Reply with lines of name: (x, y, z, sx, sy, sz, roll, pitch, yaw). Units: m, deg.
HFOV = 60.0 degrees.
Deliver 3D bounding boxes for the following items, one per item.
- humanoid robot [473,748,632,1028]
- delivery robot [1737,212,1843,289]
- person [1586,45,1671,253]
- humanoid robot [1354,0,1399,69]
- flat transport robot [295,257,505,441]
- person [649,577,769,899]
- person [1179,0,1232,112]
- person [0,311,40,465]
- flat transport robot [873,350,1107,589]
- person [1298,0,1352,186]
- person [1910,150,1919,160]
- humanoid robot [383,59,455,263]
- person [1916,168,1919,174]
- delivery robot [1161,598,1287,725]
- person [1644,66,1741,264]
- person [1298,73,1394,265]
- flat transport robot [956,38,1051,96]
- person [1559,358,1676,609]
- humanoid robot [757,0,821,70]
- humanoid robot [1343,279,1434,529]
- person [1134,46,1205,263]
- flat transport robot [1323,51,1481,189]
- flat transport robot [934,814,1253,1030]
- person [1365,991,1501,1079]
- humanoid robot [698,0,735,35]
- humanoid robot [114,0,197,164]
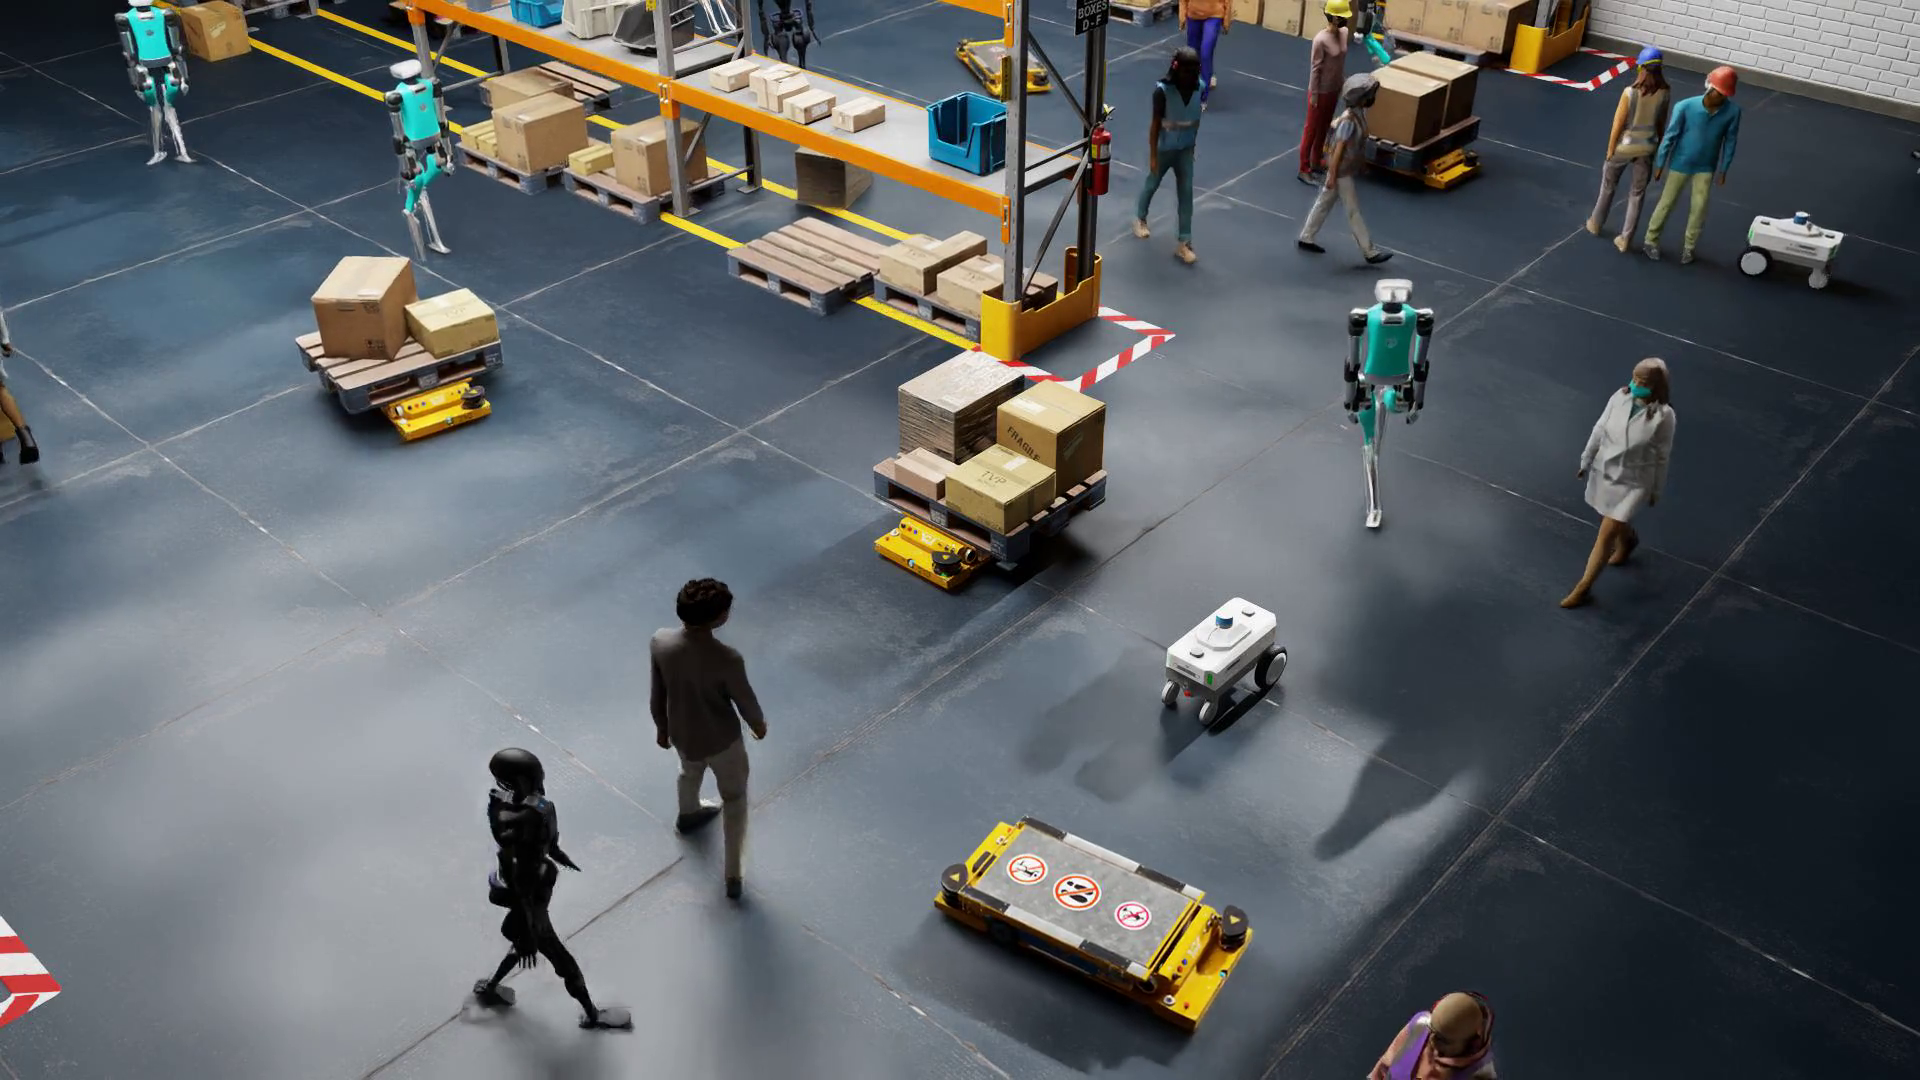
humanoid robot: (-1.957, 1.535, 7.409, 0.770, 1.633, 0.600, 1, 35, 2)
delivery robot: (7.084, -2.504, 14.192, 0.801, 0.600, 0.499, 20, 39, 26)
person: (5.843, -3.407, 14.443, 0.480, 1.747, 0.549, 2, 35, 3)
humanoid robot: (4.365, -5.312, 17.301, 0.669, 1.898, 0.550, 12, 36, 17)
flat transport robot: (-4.157, -1.206, 12.557, 0.659, 0.231, 1.431, -24, 41, -30)
person: (-1.241, 0.883, 8.141, 0.590, 1.850, 0.642, 11, 36, 15)
person: (2.565, -5.502, 17.313, 0.548, 1.947, 0.803, 15, 37, 20)
person: (-6.723, -1.311, 11.273, 0.637, 1.908, 0.548, 29, 44, 35)
flat transport robot: (0.158, -0.172, 11.059, 0.659, 0.231, 1.431, 27, 43, 33)
person: (3.447, -4.228, 15.618, 0.310, 1.768, 0.529, 27, 43, 33)
person: (9.659, -4.595, 16.016, 0.547, 1.928, 0.391, -19, 39, -25)
humanoid robot: (-4.670, -3.223, 14.238, 0.686, 1.865, 0.538, 25, 42, 32)
person: (9.528, -4.212, 15.672, 0.444, 1.678, 0.529, 20, 39, 26)
delivery robot: (1.506, 0.646, 9.597, 0.499, 0.566, 0.739, 27, 43, 33)
person: (6.235, -3.191, 14.142, 0.615, 1.736, 0.393, 4, 35, 6)
person: (3.361, -3.157, 14.166, 0.873, 1.629, 0.461, 14, 37, 19)
flat transport robot: (0.474, -5.260, 18.431, 0.659, 0.231, 1.431, -10, 36, -14)
person: (4.086, -0.408, 10.203, 0.839, 1.623, 0.504, -22, 40, -29)
humanoid robot: (-1.765, -5.276, 17.248, 0.631, 1.643, 0.631, -5, 35, -7)
humanoid robot: (2.785, -1.036, 11.074, 0.570, 1.776, 1.062, 5, 35, 7)
person: (1.805, -3.378, 14.339, 0.541, 1.829, 0.928, -10, 36, -14)
flat transport robot: (4.311, -3.802, 16.319, 1.431, 0.231, 0.659, 29, 44, 35)
flat transport robot: (0.647, 1.830, 8.159, 1.431, 0.231, 0.659, 20, 39, 26)
person: (1.646, 2.307, 6.231, 0.652, 1.676, 0.493, -12, 37, -17)
humanoid robot: (-2.809, -6.680, 19.076, 0.735, 1.680, 0.533, 27, 43, 33)
humanoid robot: (-7.722, -4.459, 15.981, 0.586, 1.769, 0.870, -17, 38, -23)
